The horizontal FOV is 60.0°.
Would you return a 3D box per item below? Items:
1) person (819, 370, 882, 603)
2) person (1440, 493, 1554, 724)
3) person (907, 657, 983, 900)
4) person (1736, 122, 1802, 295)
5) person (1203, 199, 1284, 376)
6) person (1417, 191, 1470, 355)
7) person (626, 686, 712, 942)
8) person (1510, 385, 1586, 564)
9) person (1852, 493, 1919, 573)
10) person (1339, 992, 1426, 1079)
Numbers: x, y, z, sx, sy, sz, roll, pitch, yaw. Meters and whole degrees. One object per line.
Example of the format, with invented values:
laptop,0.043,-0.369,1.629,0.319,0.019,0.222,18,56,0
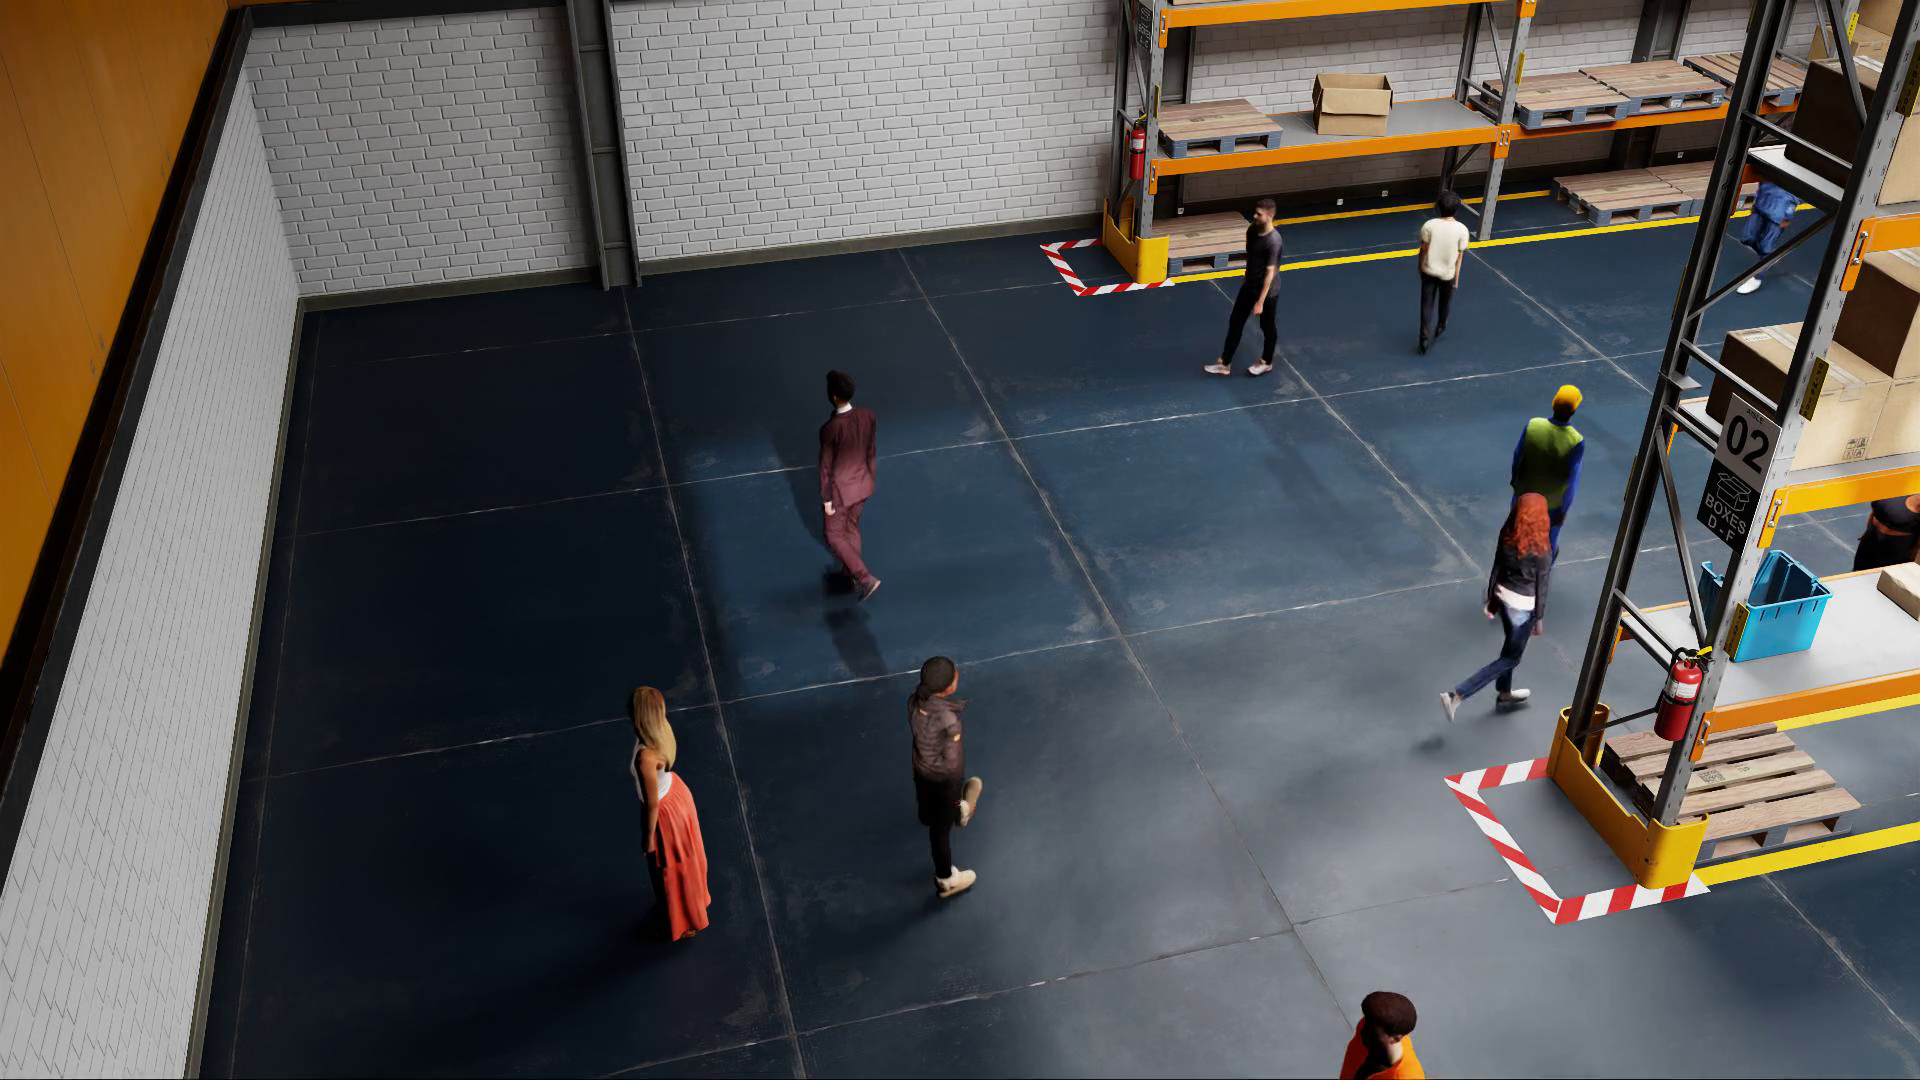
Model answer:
person,-0.774,-0.357,12.232,1.000,1.848,0.989,-28,43,-35
person,3.597,0.499,11.017,1.117,1.767,0.710,-15,36,-21
person,-0.023,1.348,9.839,0.922,1.657,0.789,-20,39,-27
person,8.292,-3.380,16.825,0.821,1.799,0.735,-12,36,-18
person,2.825,-2.302,15.256,0.994,1.740,0.785,-16,37,-22
person,4.509,-2.490,15.696,0.892,1.566,0.916,12,36,18
person,-1.668,1.546,9.411,0.700,1.802,0.705,2,34,3
person,4.212,-0.277,12.181,1.161,1.772,1.243,19,38,26
person,6.522,0.052,11.647,0.626,1.815,0.691,-6,34,-8
person,1.959,2.707,7.600,0.693,1.872,0.713,-7,34,-11
